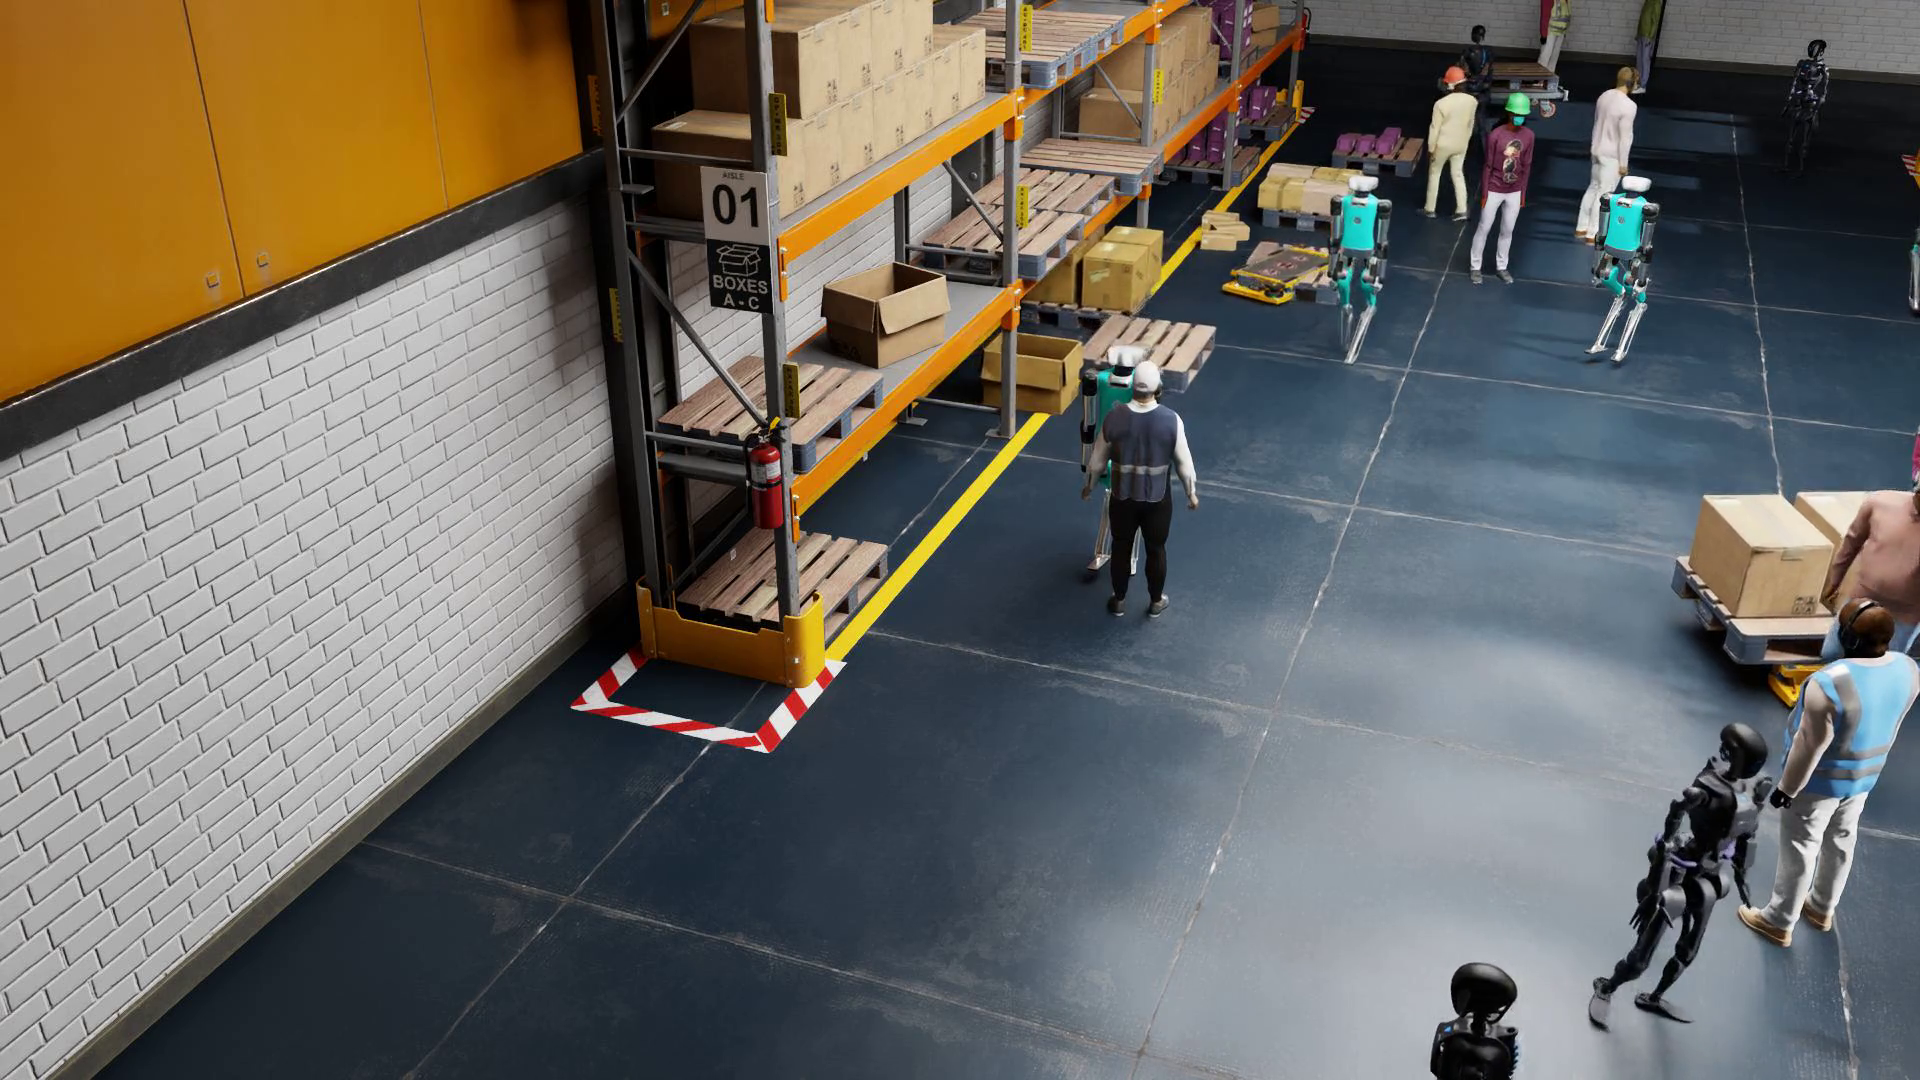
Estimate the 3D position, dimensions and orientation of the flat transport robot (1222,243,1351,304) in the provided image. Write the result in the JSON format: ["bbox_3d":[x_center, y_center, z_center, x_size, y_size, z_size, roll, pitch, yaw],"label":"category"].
[{"bbox_3d":[3.361,-2.728,17.042,0.659,0.231,1.431,22,35,36],"label":"flat transport robot"}]

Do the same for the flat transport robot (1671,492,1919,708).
[{"bbox_3d":[5.279,0.614,10.560,0.659,0.231,1.431,-1,27,-1],"label":"flat transport robot"}]

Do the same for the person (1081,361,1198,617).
[{"bbox_3d":[1.155,-0.313,10.731,0.762,1.758,0.445,5,28,10],"label":"person"}]

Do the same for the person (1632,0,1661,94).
[{"bbox_3d":[10.229,-7.516,24.838,0.282,1.633,0.499,-1,27,-1],"label":"person"}]

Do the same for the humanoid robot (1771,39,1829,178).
[{"bbox_3d":[10.431,-5.330,20.537,0.315,1.657,0.599,-9,29,-16],"label":"humanoid robot"}]

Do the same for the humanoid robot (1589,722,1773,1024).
[{"bbox_3d":[3.208,1.472,7.368,0.614,1.648,0.437,-10,29,-19],"label":"humanoid robot"}]

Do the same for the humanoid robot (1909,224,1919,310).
[{"bbox_3d":[9.295,-2.892,15.751,0.536,1.717,1.002,7,28,13],"label":"humanoid robot"}]

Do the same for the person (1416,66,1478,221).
[{"bbox_3d":[5.547,-4.483,18.844,0.586,1.744,0.638,-8,28,-15],"label":"person"}]

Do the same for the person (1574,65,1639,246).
[{"bbox_3d":[7.034,-4.157,18.021,0.382,1.925,0.632,-4,28,-8],"label":"person"}]

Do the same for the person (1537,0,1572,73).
[{"bbox_3d":[8.804,-7.539,24.673,0.633,1.832,0.429,-24,36,-38],"label":"person"}]

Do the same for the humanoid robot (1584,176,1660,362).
[{"bbox_3d":[5.940,-2.434,14.719,0.735,1.681,0.533,-22,34,-36],"label":"humanoid robot"}]

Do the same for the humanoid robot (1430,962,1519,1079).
[{"bbox_3d":[1.859,2.174,5.996,0.479,1.637,0.584,8,28,16],"label":"humanoid robot"}]

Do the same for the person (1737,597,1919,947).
[{"bbox_3d":[4.115,1.103,7.898,0.633,1.839,0.429,-10,29,-19],"label":"person"}]

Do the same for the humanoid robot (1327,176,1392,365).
[{"bbox_3d":[3.577,-2.375,14.882,0.544,1.897,0.752,12,30,22],"label":"humanoid robot"}]

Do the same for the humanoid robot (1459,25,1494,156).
[{"bbox_3d":[6.673,-5.820,21.543,0.584,1.629,0.762,-11,29,-20],"label":"humanoid robot"}]

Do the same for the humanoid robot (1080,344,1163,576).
[{"bbox_3d":[1.110,-0.590,11.148,0.533,1.677,0.735,8,28,16],"label":"humanoid robot"}]

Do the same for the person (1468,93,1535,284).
[{"bbox_3d":[5.501,-3.551,16.821,0.487,1.942,0.436,-2,27,-4],"label":"person"}]

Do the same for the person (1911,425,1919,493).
[{"bbox_3d":[7.053,-0.895,12.009,0.503,1.628,0.277,-24,36,-39],"label":"person"}]

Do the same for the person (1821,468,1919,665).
[{"bbox_3d":[5.191,0.341,9.266,0.674,1.944,0.692,23,35,37],"label":"person"}]
